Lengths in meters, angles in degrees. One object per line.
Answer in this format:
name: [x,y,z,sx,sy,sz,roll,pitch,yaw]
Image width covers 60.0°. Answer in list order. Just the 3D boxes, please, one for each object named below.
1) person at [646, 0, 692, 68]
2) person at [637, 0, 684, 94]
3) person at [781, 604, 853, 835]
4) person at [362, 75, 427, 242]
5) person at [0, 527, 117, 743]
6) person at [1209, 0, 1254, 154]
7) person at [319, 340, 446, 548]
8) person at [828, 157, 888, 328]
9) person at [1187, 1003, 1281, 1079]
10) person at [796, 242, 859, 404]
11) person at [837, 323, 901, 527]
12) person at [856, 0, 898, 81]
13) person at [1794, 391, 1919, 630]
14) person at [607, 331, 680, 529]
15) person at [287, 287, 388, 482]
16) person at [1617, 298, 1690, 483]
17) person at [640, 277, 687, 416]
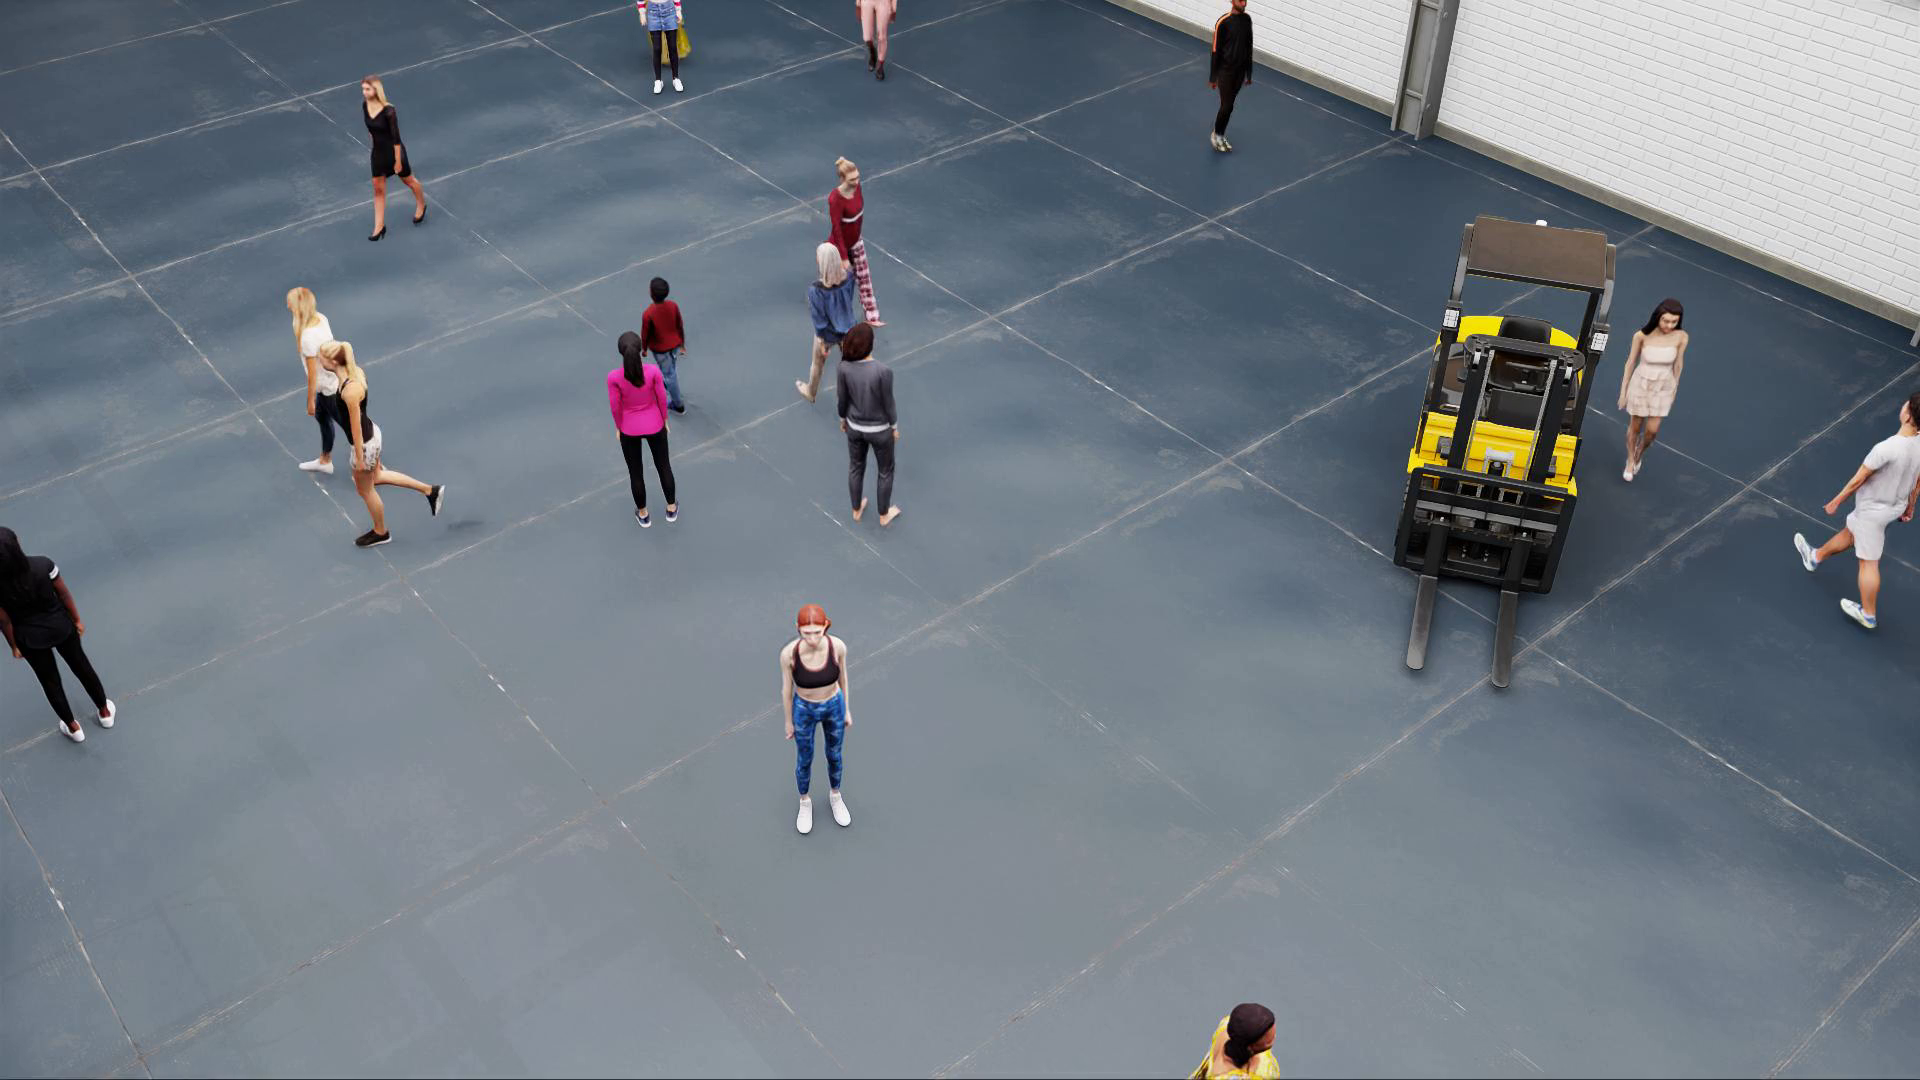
person: [-3.611,-6.515,19.889,1.094,1.653,0.951,-8,39,-10]
person: [-3.445,-6.074,19.203,0.720,1.808,0.688,-7,39,-9]
person: [-0.870,1.091,10.260,0.663,1.784,0.684,-9,39,-11]
person: [-5.603,-3.828,16.535,1.056,1.629,0.928,16,41,19]
person: [-5.993,0.603,10.896,0.609,1.743,0.566,-25,45,-28]
person: [2.867,-5.110,18.001,0.688,1.803,0.640,-21,43,-24]
person: [-4.389,-0.745,12.515,0.910,1.828,1.007,-9,39,-11]
person: [-1.101,-2.716,15.122,1.157,1.654,0.813,25,45,28]
person: [1.312,2.827,8.185,0.944,1.650,0.883,2,39,3]
person: [-0.968,-1.652,13.805,0.652,1.646,1.154,-25,45,-28]
person: [-0.686,-0.862,12.705,0.673,1.773,0.776,11,40,13]
person: [-0.976,-6.280,19.544,0.796,1.706,0.849,0,39,0]
person: [6.584,-0.167,11.811,0.976,1.804,1.276,-13,40,-16]
person: [-2.435,-0.851,12.761,0.668,1.698,0.686,-10,40,-12]
person: [-4.860,-1.205,13.126,0.951,1.783,0.982,-6,39,-8]
person: [5.456,-1.224,13.204,0.704,1.717,0.783,9,39,11]
person: [-2.461,-1.623,14.093,0.806,1.232,0.547,31,48,33]
